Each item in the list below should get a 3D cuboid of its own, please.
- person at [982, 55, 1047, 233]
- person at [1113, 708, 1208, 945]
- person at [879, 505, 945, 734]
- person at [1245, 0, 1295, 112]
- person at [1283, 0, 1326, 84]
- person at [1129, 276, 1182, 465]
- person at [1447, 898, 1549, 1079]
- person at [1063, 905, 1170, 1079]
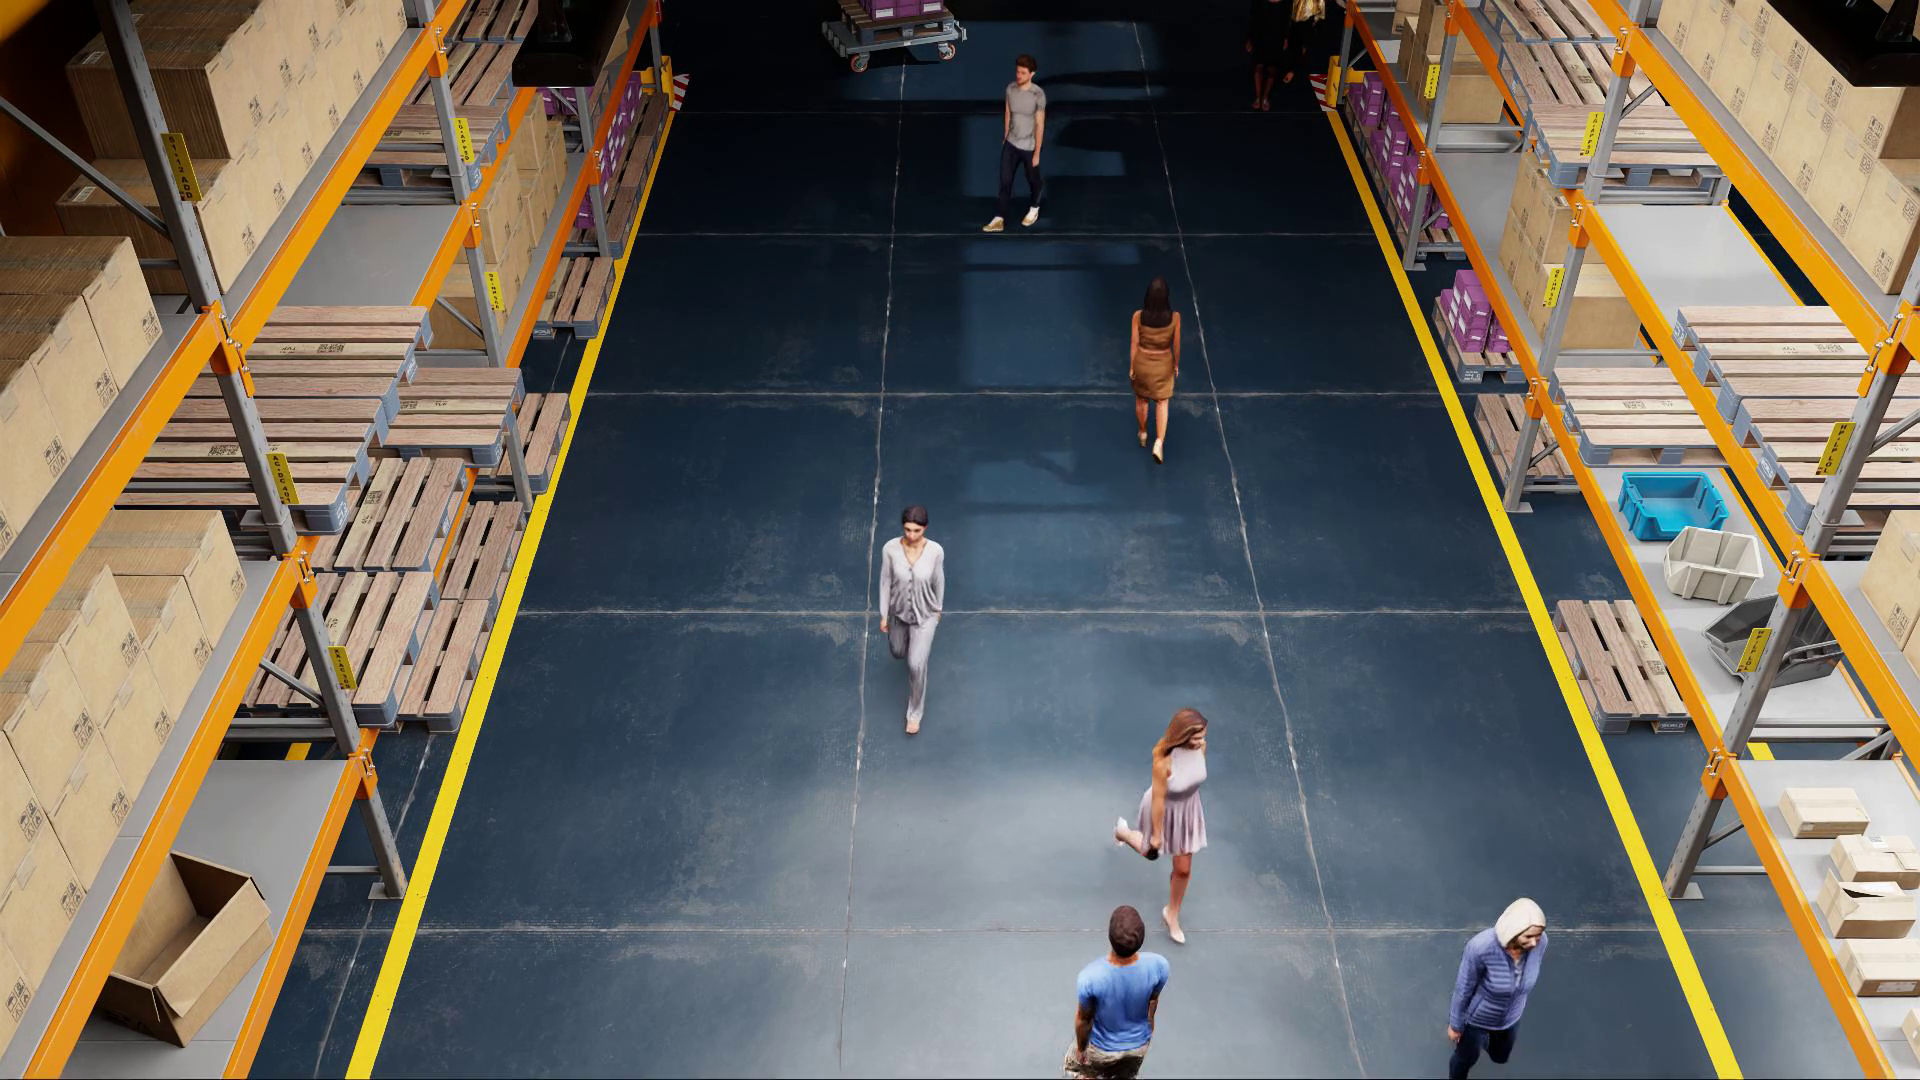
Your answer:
[{"bbox_3d":[0.697,-4.071,16.958,1.007,1.866,1.147,22,44,25],"label":"person"},{"bbox_3d":[1.200,1.610,9.950,0.880,1.735,1.133,-17,42,-20],"label":"person"},{"bbox_3d":[-0.327,0.435,11.412,0.664,1.746,1.054,4,39,5],"label":"person"},{"bbox_3d":[3.595,-5.854,19.318,0.704,1.707,0.711,8,39,9],"label":"person"},{"bbox_3d":[4.130,-6.325,19.967,0.937,1.633,1.002,31,48,33],"label":"person"},{"bbox_3d":[1.598,-1.359,13.718,0.584,1.673,0.941,1,39,1],"label":"person"},{"bbox_3d":[2.800,2.431,8.924,0.732,1.732,0.840,-7,39,-9],"label":"person"},{"bbox_3d":[0.829,2.619,8.594,0.692,1.850,0.824,-5,39,-6],"label":"person"}]
